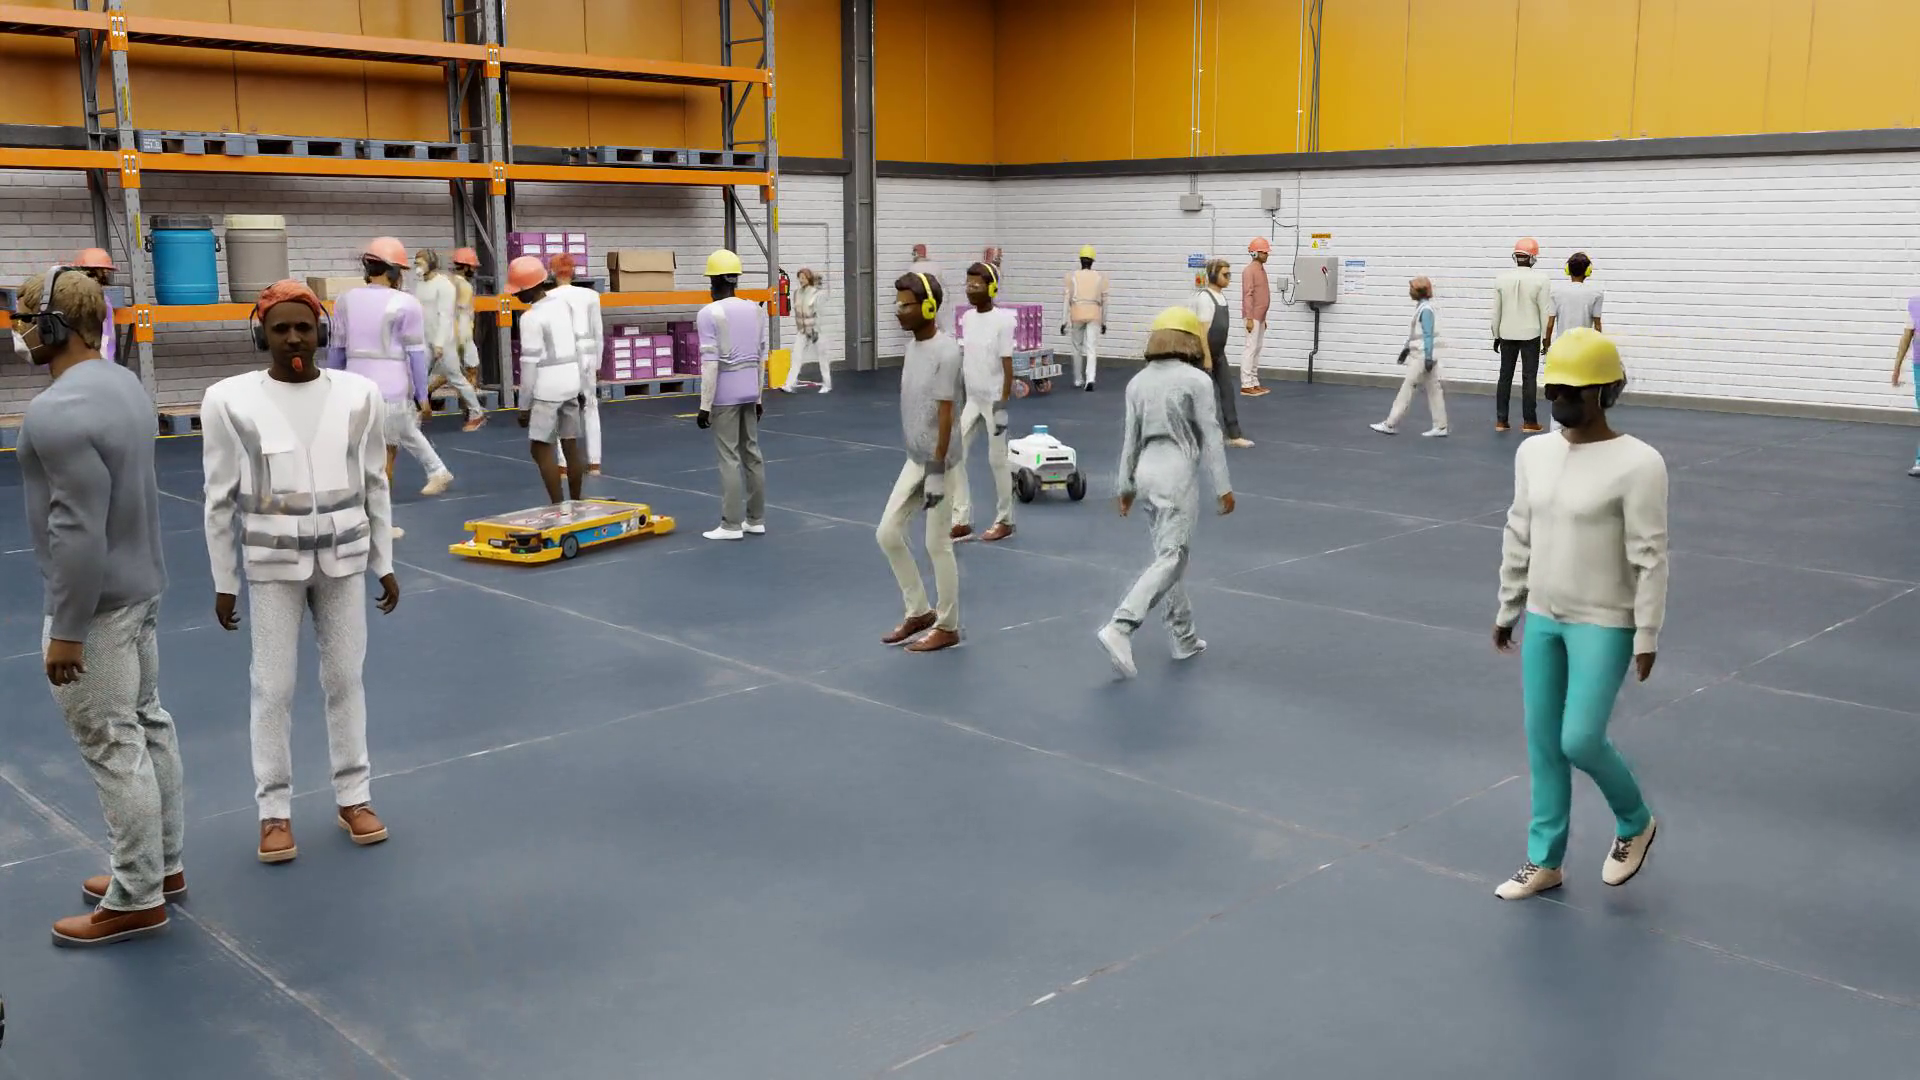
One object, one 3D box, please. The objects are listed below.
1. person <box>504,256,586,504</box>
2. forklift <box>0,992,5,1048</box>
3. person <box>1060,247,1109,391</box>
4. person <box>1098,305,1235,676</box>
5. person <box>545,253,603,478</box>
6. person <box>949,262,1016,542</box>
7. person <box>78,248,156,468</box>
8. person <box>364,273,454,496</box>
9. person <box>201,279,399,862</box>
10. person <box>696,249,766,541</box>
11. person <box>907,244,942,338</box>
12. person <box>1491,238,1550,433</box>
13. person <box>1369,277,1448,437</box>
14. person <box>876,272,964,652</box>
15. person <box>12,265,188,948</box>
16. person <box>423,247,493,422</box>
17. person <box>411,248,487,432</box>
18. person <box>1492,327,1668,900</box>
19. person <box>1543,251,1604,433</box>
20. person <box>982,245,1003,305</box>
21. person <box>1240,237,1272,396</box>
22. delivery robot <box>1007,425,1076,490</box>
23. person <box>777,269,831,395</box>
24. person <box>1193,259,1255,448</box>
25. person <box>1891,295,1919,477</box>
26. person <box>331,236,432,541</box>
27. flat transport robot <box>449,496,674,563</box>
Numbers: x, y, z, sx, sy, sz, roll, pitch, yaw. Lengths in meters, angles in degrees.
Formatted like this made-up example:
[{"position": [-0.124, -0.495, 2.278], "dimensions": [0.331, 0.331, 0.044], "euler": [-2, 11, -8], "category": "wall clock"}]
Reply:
[{"position": [-2.781, -0.989, 11.390], "dimensions": [0.369, 1.887, 0.671], "euler": [4, 11, 23], "category": "person"}, {"position": [-3.245, 0.323, 3.363], "dimensions": [2.313, 2.155, 1.214], "euler": [2, 11, 13], "category": "forklift"}, {"position": [1.640, -2.903, 21.860], "dimensions": [0.636, 1.877, 0.998], "euler": [1, 10, 5], "category": "person"}, {"position": [0.922, -0.237, 7.762], "dimensions": [0.784, 1.693, 0.574], "euler": [-9, 14, -41], "category": "person"}, {"position": [-3.266, -1.450, 13.901], "dimensions": [0.600, 1.873, 0.402], "euler": [-6, 12, -31], "category": "person"}, {"position": [0.102, -0.877, 10.856], "dimensions": [0.758, 1.841, 0.563], "euler": [-10, 14, -42], "category": "person"}, {"position": [-7.228, -1.514, 14.142], "dimensions": [0.547, 1.908, 0.724], "euler": [7, 13, 35], "category": "person"}, {"position": [-4.280, -1.183, 12.660], "dimensions": [0.642, 1.805, 0.943], "euler": [9, 14, 42], "category": "person"}, {"position": [-2.139, 0.097, 5.439], "dimensions": [0.584, 1.882, 0.337], "euler": [-7, 13, -34], "category": "person"}, {"position": [-1.535, -0.956, 11.067], "dimensions": [0.388, 1.926, 0.590], "euler": [7, 13, 35], "category": "person"}, {"position": [-0.542, -3.549, 25.325], "dimensions": [0.688, 1.886, 0.468], "euler": [-9, 14, -40], "category": "person"}, {"position": [5.781, -2.103, 17.133], "dimensions": [0.610, 1.996, 0.379], "euler": [8, 13, 38], "category": "person"}, {"position": [4.539, -1.825, 16.697], "dimensions": [0.837, 1.597, 0.508], "euler": [3, 11, 15], "category": "person"}, {"position": [-0.188, -0.352, 8.002], "dimensions": [0.492, 1.853, 0.515], "euler": [-7, 12, -32], "category": "person"}, {"position": [-2.474, 0.191, 4.777], "dimensions": [0.356, 1.938, 0.638], "euler": [-2, 11, -11], "category": "person"}, {"position": [-5.462, -2.188, 17.865], "dimensions": [0.760, 1.905, 0.557], "euler": [-9, 14, -41], "category": "person"}, {"position": [-5.298, -2.010, 16.926], "dimensions": [0.638, 1.900, 1.008], "euler": [8, 13, 38], "category": "person"}, {"position": [1.877, 0.241, 5.014], "dimensions": [0.454, 1.759, 0.539], "euler": [-5, 12, -27], "category": "person"}, {"position": [5.721, -1.744, 15.533], "dimensions": [0.514, 1.866, 0.327], "euler": [5, 12, 25], "category": "person"}, {"position": [0.355, -3.061, 22.667], "dimensions": [0.482, 1.885, 0.699], "euler": [-6, 12, -29], "category": "person"}, {"position": [3.759, -2.831, 21.105], "dimensions": [0.382, 1.993, 0.622], "euler": [5, 12, 26], "category": "person"}, {"position": [0.623, -0.641, 12.839], "dimensions": [0.477, 0.478, 0.707], "euler": [-3, 11, -18], "category": "delivery robot"}, {"position": [-1.942, -2.629, 21.108], "dimensions": [0.518, 1.587, 0.876], "euler": [7, 12, 33], "category": "person"}, {"position": [2.358, -1.787, 15.950], "dimensions": [0.949, 1.809, 0.540], "euler": [7, 13, 34], "category": "person"}, {"position": [8.110, -1.430, 13.947], "dimensions": [0.736, 1.815, 0.594], "euler": [-5, 12, -26], "category": "person"}, {"position": [-3.806, -0.983, 10.978], "dimensions": [0.624, 2.012, 0.540], "euler": [3, 11, 17], "category": "person"}, {"position": [-2.565, -0.082, 10.822], "dimensions": [0.652, 0.197, 1.431], "euler": [6, 12, 28], "category": "flat transport robot"}]
